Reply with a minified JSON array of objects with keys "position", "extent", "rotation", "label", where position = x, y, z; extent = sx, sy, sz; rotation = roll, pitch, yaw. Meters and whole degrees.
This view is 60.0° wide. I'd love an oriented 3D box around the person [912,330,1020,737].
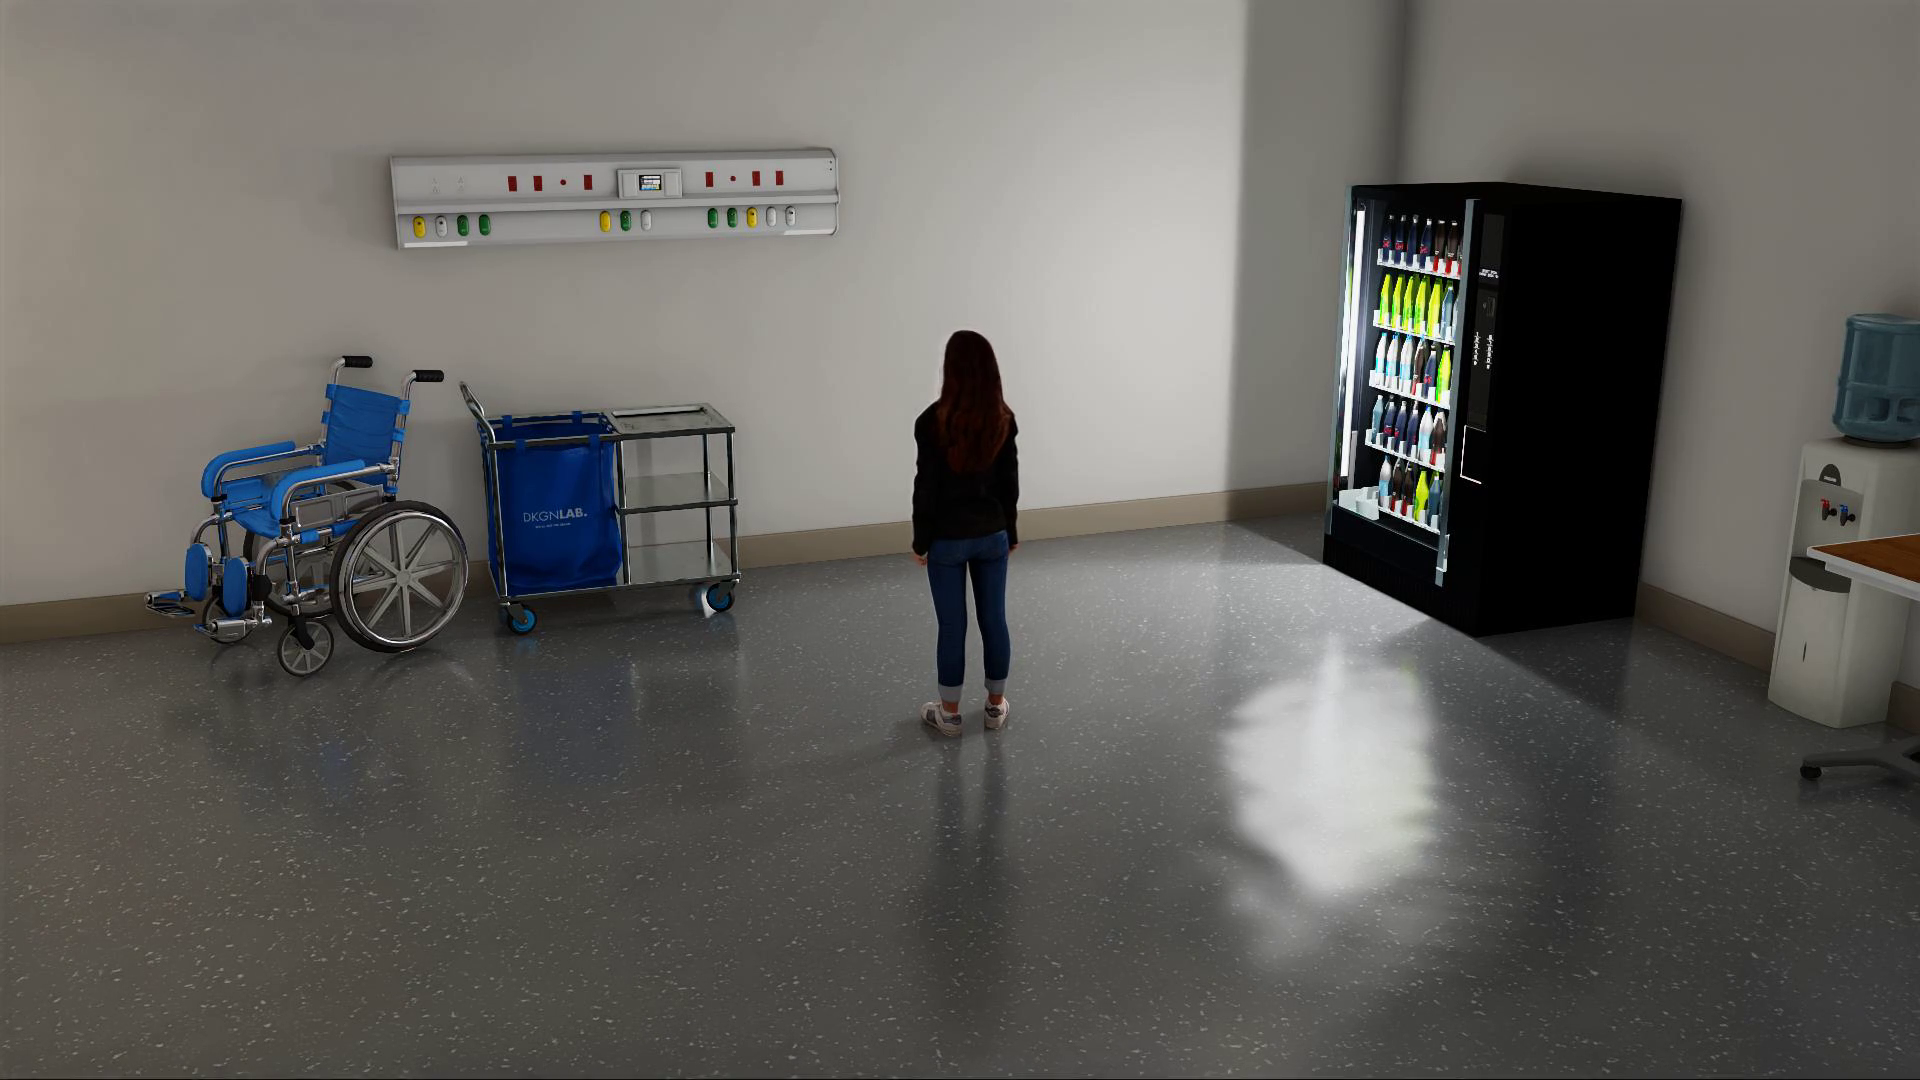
[{"position":[0.029,-0.026,5.985],"extent":[0.548,1.481,0.492],"rotation":[-6,17,-19],"label":"person"}]
